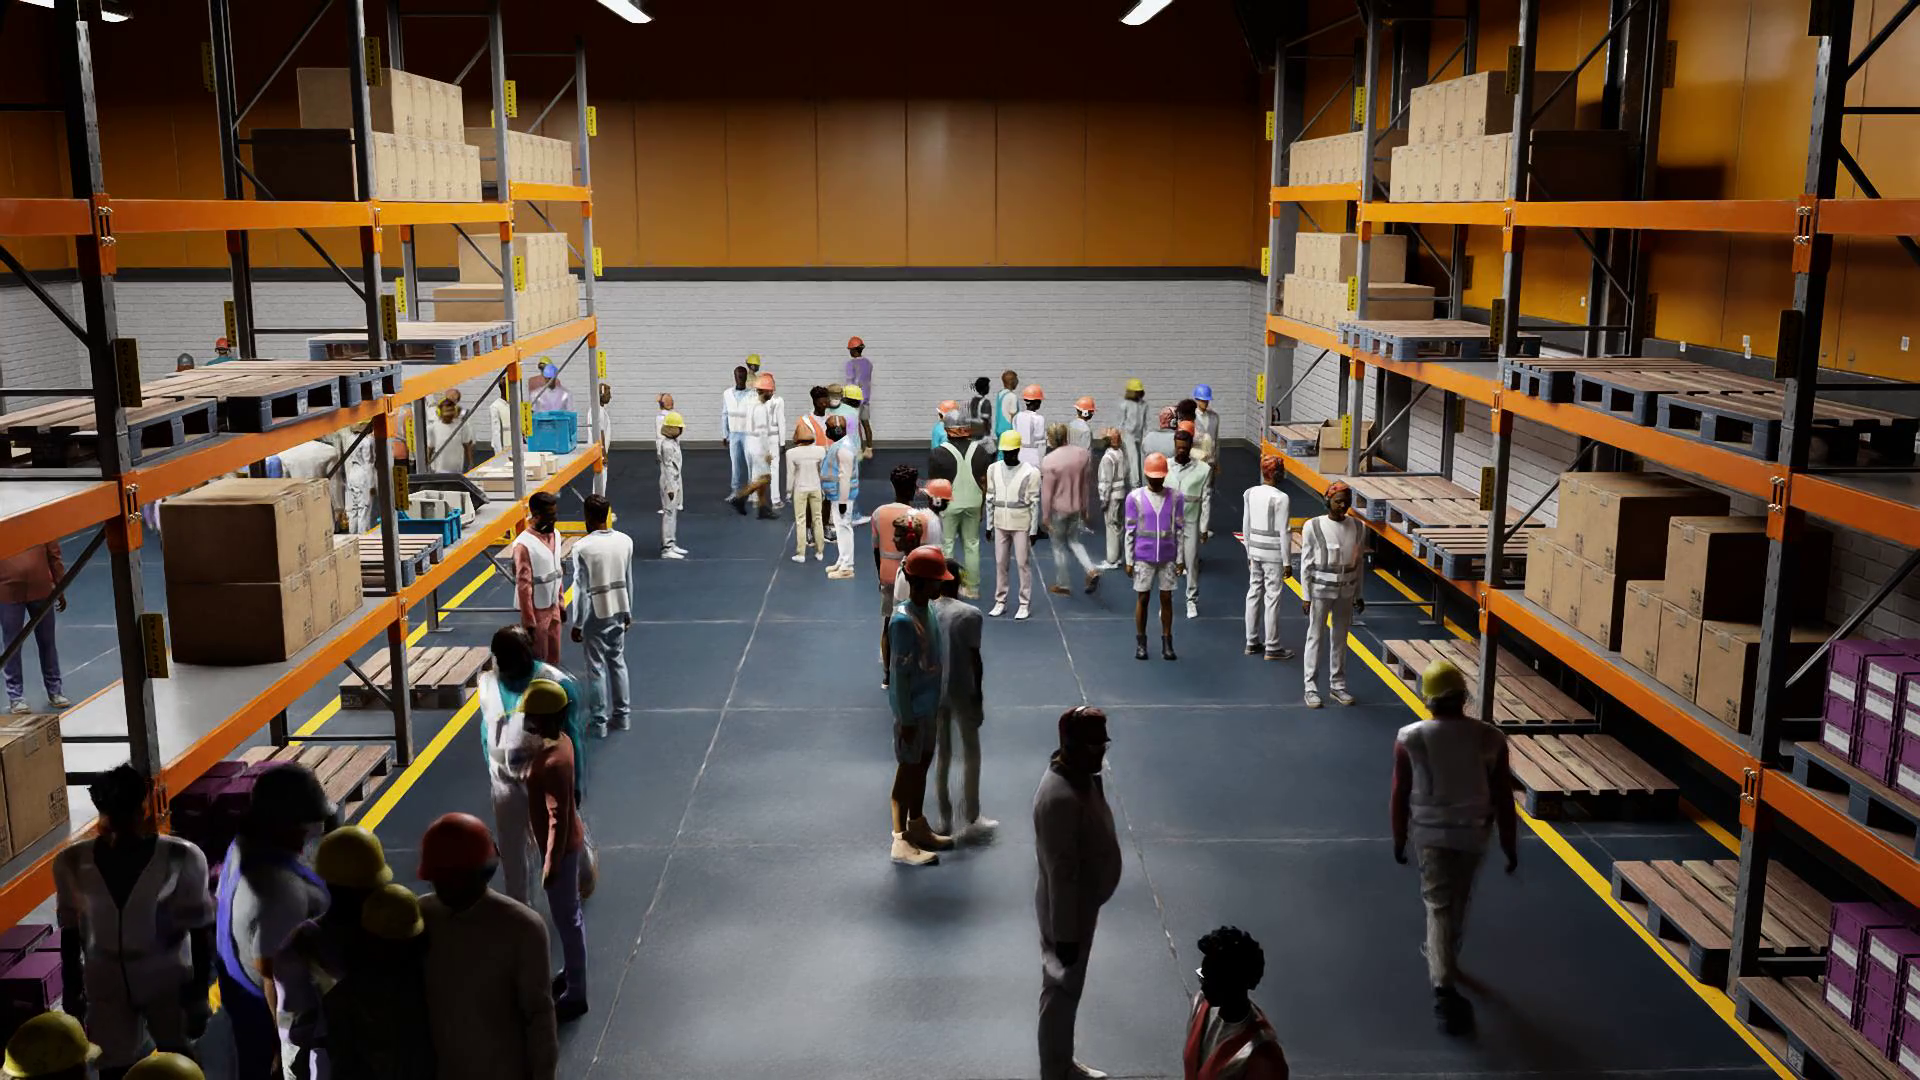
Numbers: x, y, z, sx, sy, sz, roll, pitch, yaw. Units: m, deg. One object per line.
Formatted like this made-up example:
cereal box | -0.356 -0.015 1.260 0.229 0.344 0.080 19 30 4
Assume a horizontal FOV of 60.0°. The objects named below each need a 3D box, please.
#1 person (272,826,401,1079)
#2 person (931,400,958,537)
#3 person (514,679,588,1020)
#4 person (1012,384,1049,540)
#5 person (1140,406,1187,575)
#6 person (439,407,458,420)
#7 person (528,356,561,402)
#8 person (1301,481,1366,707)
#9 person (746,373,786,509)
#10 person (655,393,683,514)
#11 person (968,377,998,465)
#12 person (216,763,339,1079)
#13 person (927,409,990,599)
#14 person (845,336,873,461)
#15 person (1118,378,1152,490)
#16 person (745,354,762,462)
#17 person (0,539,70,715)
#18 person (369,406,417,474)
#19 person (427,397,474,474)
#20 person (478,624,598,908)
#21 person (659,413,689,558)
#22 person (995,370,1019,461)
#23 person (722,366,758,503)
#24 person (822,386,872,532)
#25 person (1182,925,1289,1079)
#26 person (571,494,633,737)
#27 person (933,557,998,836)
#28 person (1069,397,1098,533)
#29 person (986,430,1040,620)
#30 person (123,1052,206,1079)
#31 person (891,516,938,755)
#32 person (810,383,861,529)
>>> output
person | -2.189 1.960 6.094 0.377 1.923 0.595 6 13 27
person | -0.177 -0.892 20.869 0.351 1.738 0.575 -2 12 -12
person | -2.074 1.564 8.483 0.313 1.769 0.523 -3 12 -13
person | 0.898 -0.972 20.764 0.359 1.939 0.543 -9 15 -40
person | 2.338 -0.550 18.726 0.407 1.910 0.640 -11 16 -44
person | -6.501 -0.901 21.186 0.311 1.632 0.525 -4 12 -20
person | -6.664 -2.077 26.781 0.532 1.754 0.342 0 11 -2
person | 3.092 0.448 13.786 0.575 1.882 0.355 -3 12 -16
person | -2.668 -1.362 22.896 0.571 1.877 0.346 4 12 18
person | -3.951 -1.172 22.519 0.311 1.638 0.523 4 12 21
person | 0.392 -1.538 24.217 0.683 1.674 0.546 -6 13 -27
person | -2.657 1.794 6.634 0.718 2.000 0.717 -10 15 -40
person | -0.052 -0.372 17.499 0.681 2.000 0.535 -5 12 -23
person | -1.688 -2.315 27.285 0.413 2.034 0.601 7 13 31
person | 2.455 -1.495 23.966 0.489 1.710 0.803 -8 14 -34
person | -3.364 -2.143 27.078 0.330 1.764 0.528 1 11 3
person | -7.634 0.440 13.575 0.614 1.987 0.408 -10 15 -42
person | -7.297 -1.104 21.454 0.594 1.924 0.383 0 11 1
person | -6.303 -0.862 20.471 0.618 1.846 0.738 -9 14 -38
person | -2.410 1.336 9.527 0.667 1.811 0.833 3 12 17
person | -3.383 -0.644 19.652 0.330 1.731 0.489 0 11 -2
person | 0.678 -1.486 23.582 0.344 1.846 0.505 -6 13 -27
person | -3.061 -1.490 23.408 0.597 1.918 0.383 3 12 16
person | -1.460 -1.037 21.280 0.889 1.864 0.603 -5 13 -25
person | 0.943 2.140 5.790 0.322 1.689 0.529 -4 12 -18
person | -2.789 0.588 13.031 0.411 1.906 0.602 7 13 32
person | -0.061 1.027 11.012 0.569 1.830 0.458 5 12 23
person | 1.572 -0.956 21.185 0.344 1.744 0.558 -3 12 -15
person | 0.518 -0.156 16.731 0.587 1.920 0.390 6 13 28
person | -2.106 2.277 4.510 0.380 1.922 0.591 4 12 21
person | -0.320 0.720 12.544 0.386 1.836 0.564 -2 11 -8
person | -1.600 -1.042 21.173 0.677 1.924 0.398 0 11 -2
